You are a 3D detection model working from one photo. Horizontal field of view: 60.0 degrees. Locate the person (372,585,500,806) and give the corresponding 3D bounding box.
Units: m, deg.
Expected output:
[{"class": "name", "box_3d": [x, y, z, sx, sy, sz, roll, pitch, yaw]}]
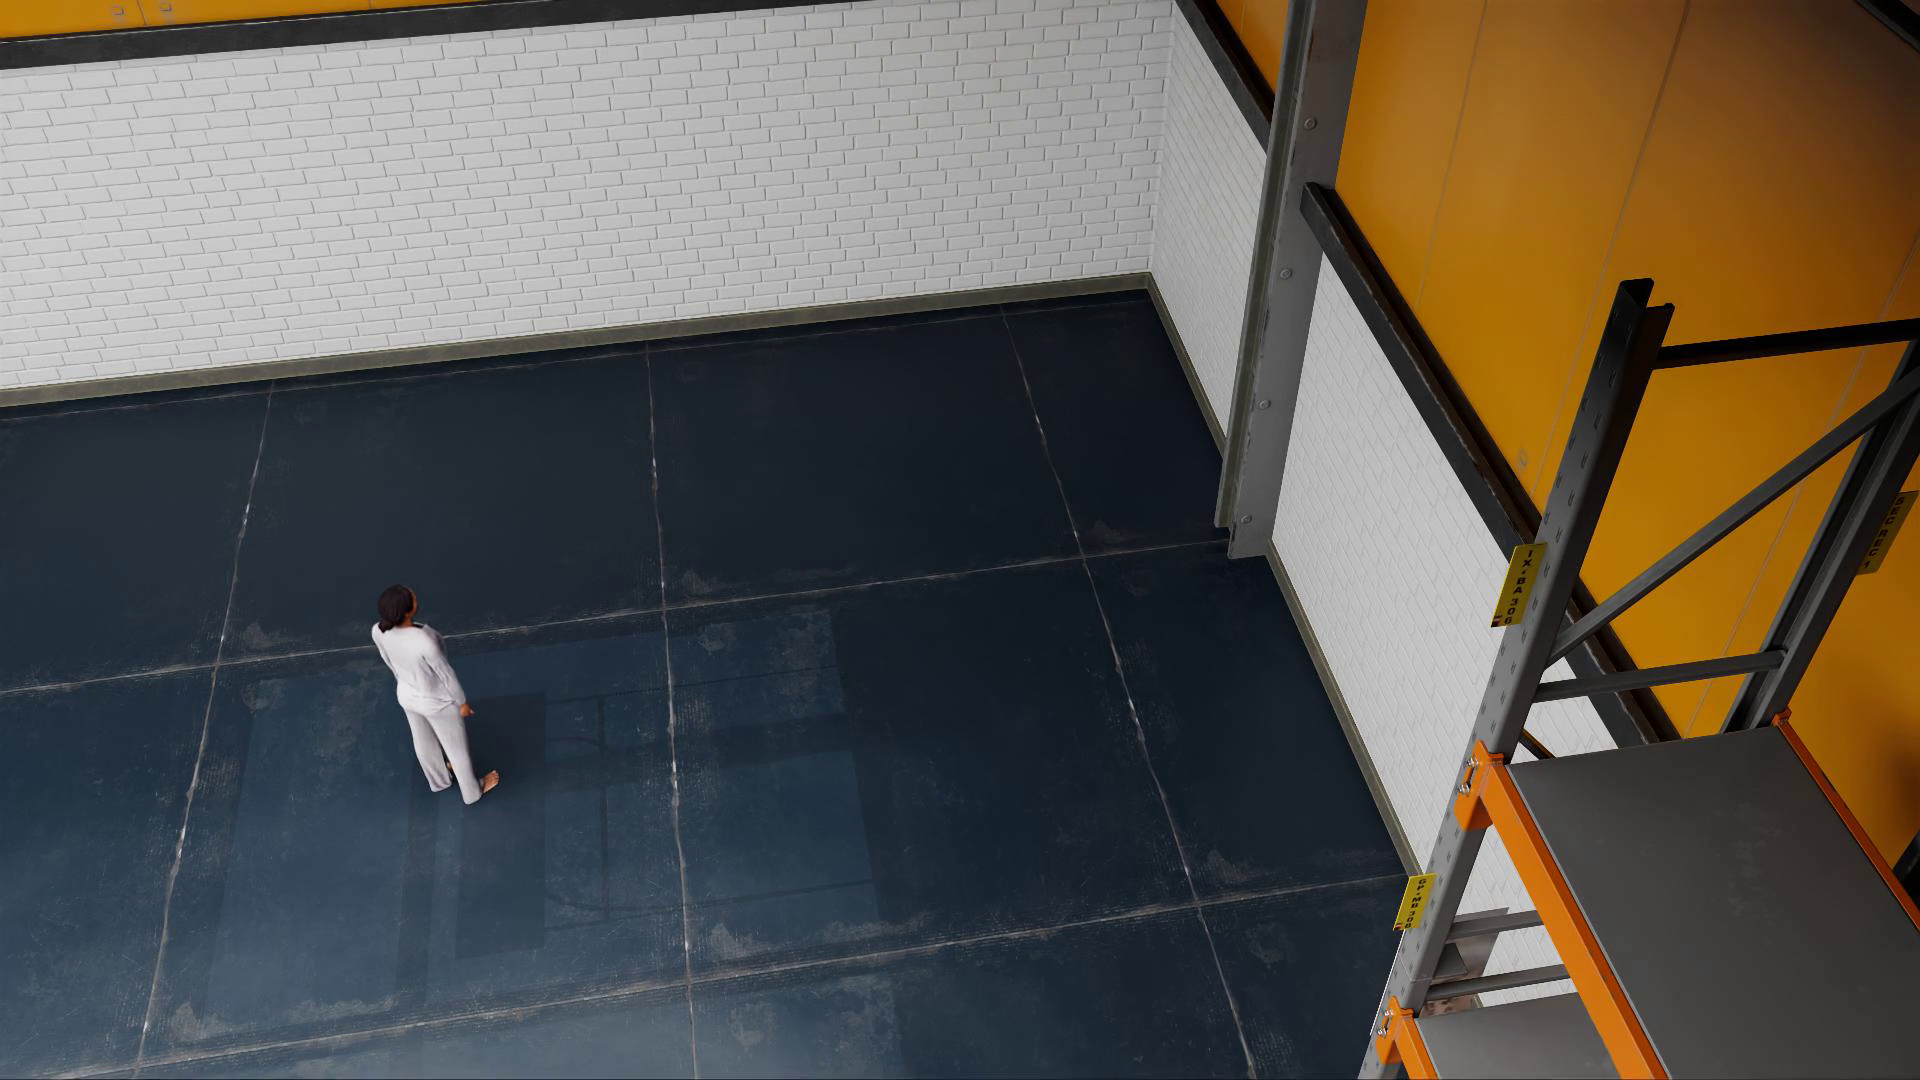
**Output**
[{"class": "person", "box_3d": [-3.160, 0.921, 9.887, 0.711, 1.736, 0.729, 17, 46, 17]}]
